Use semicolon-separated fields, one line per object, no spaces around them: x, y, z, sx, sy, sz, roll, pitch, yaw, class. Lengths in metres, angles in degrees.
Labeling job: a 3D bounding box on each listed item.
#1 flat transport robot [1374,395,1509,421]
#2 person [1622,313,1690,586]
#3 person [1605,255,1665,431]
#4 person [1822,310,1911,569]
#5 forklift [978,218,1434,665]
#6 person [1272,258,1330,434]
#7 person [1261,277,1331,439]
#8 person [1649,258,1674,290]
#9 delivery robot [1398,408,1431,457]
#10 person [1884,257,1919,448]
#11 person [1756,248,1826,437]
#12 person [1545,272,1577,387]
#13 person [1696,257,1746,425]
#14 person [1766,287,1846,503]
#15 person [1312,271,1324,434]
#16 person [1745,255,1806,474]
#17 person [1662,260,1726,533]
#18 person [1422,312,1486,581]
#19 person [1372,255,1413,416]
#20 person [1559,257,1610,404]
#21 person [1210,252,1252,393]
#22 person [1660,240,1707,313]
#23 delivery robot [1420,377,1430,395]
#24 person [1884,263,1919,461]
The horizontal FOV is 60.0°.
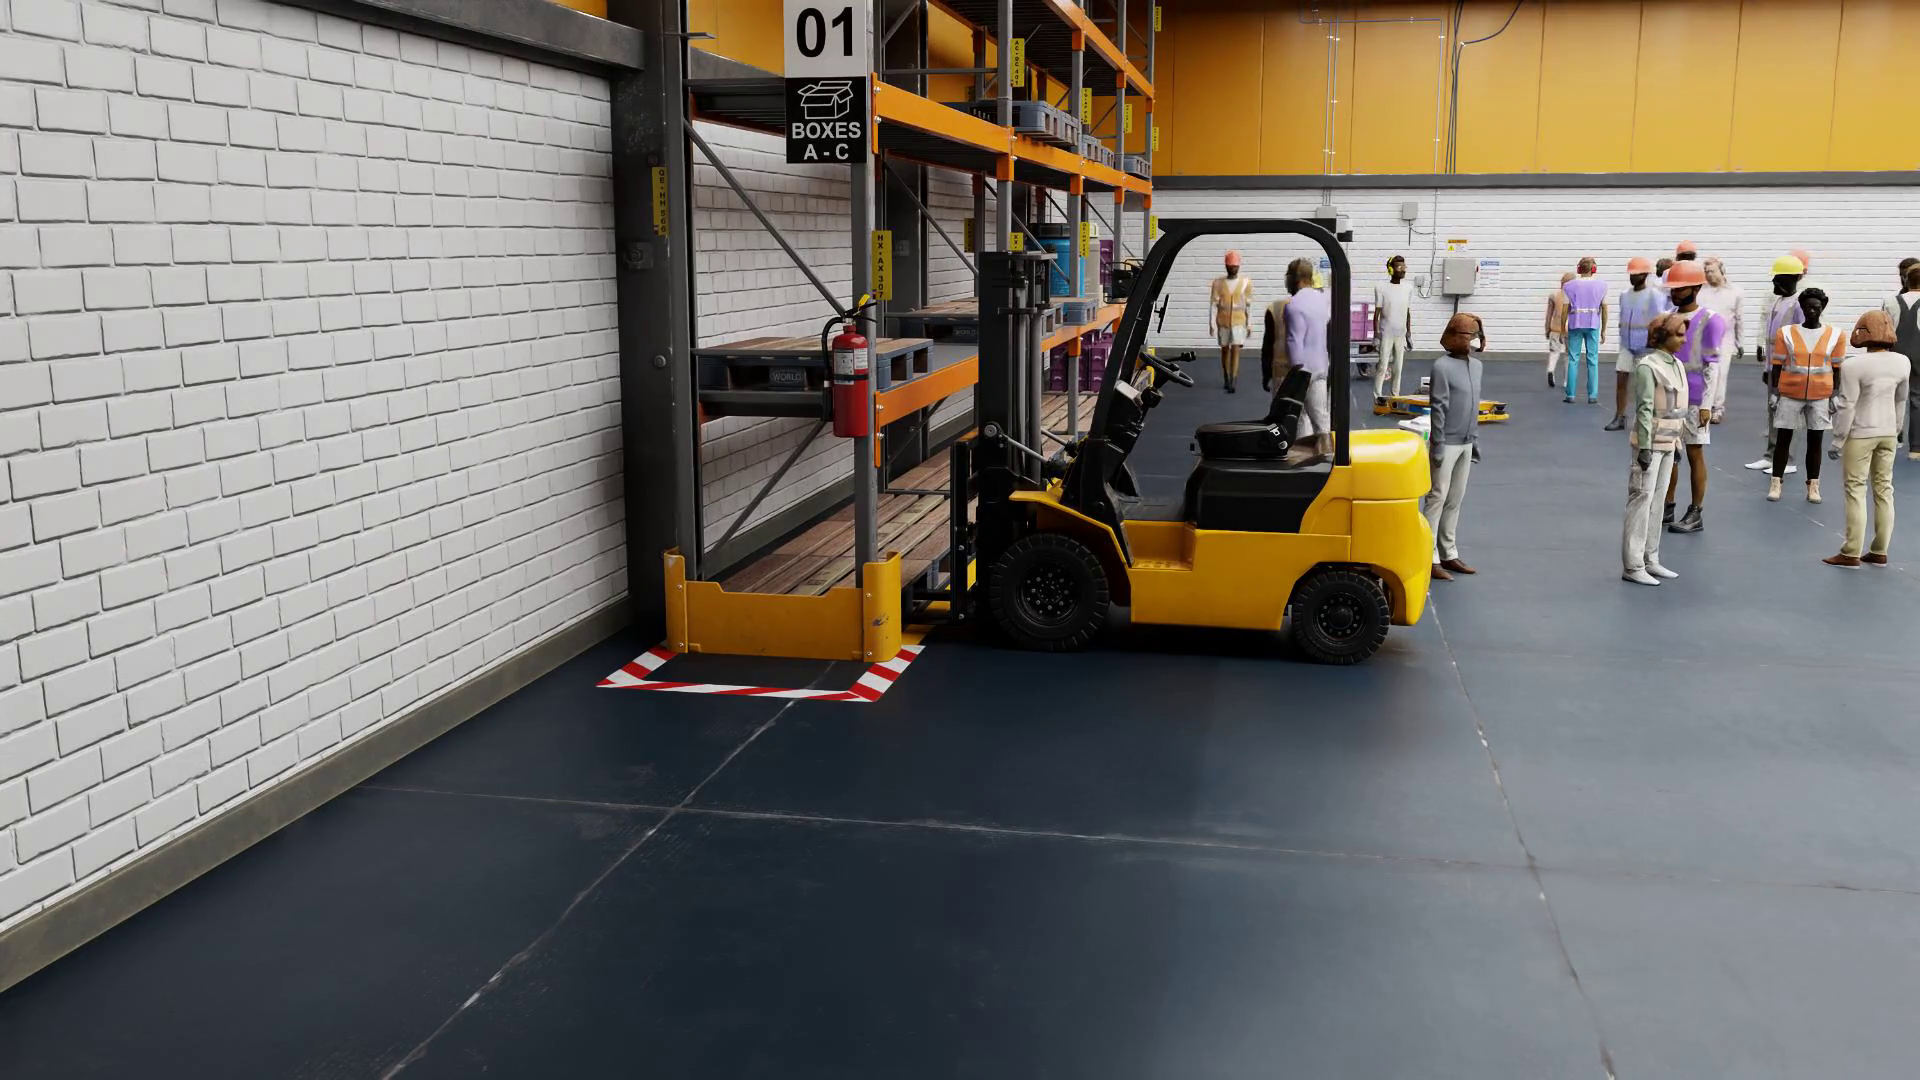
5.538;-1.528;19.176;0.652;0.197;1.431;-7;12;-32;flat transport robot
4.224;-0.553;10.087;0.309;1.638;0.511;10;14;42;person
7.432;-2.132;18.050;0.850;1.908;0.551;-7;12;-32;person
5.732;-0.630;10.514;0.498;1.634;0.281;-3;11;-14;person
1.285;-0.567;8.635;2.313;2.155;1.214;2;11;11;forklift
2.831;-1.432;14.158;0.870;1.901;0.633;9;14;42;person
2.948;-1.445;14.488;0.639;1.820;0.710;0;10;1;person
9.822;-3.028;23.251;0.661;1.783;0.969;-4;11;-23;person
4.190;-0.937;14.901;0.477;0.478;0.707;-1;10;-6;delivery robot
9.325;-1.814;16.303;0.410;1.892;0.627;-7;12;-32;person
8.621;-2.043;17.330;0.654;1.972;0.434;9;14;41;person
8.316;-2.883;22.940;0.528;1.613;0.734;6;12;29;person
8.551;-2.271;18.890;0.663;1.872;0.885;5;12;26;person
6.664;-1.137;13.122;0.536;1.696;0.318;4;11;21;person
3.338;-1.670;15.855;0.534;1.767;0.314;2;11;11;person
7.275;-1.542;14.707;0.384;1.928;0.589;0;10;2;person
5.108;-1.009;11.805;0.396;1.929;0.539;-6;12;-30;person
3.045;-0.577;10.223;0.499;1.634;0.285;-9;14;-41;person
5.081;-2.390;19.501;0.532;1.876;0.321;-3;11;-17;person
7.834;-2.627;20.907;0.564;1.837;0.396;3;11;15;person
3.673;-2.951;22.560;0.560;1.888;1.021;2;11;11;person
9.792;-3.019;22.524;0.663;2.034;0.454;2;11;11;person
5.857;-1.853;19.921;0.707;0.478;0.477;-7;12;-32;delivery robot
8.907;-1.666;15.615;0.505;1.845;0.346;10;14;43;person
